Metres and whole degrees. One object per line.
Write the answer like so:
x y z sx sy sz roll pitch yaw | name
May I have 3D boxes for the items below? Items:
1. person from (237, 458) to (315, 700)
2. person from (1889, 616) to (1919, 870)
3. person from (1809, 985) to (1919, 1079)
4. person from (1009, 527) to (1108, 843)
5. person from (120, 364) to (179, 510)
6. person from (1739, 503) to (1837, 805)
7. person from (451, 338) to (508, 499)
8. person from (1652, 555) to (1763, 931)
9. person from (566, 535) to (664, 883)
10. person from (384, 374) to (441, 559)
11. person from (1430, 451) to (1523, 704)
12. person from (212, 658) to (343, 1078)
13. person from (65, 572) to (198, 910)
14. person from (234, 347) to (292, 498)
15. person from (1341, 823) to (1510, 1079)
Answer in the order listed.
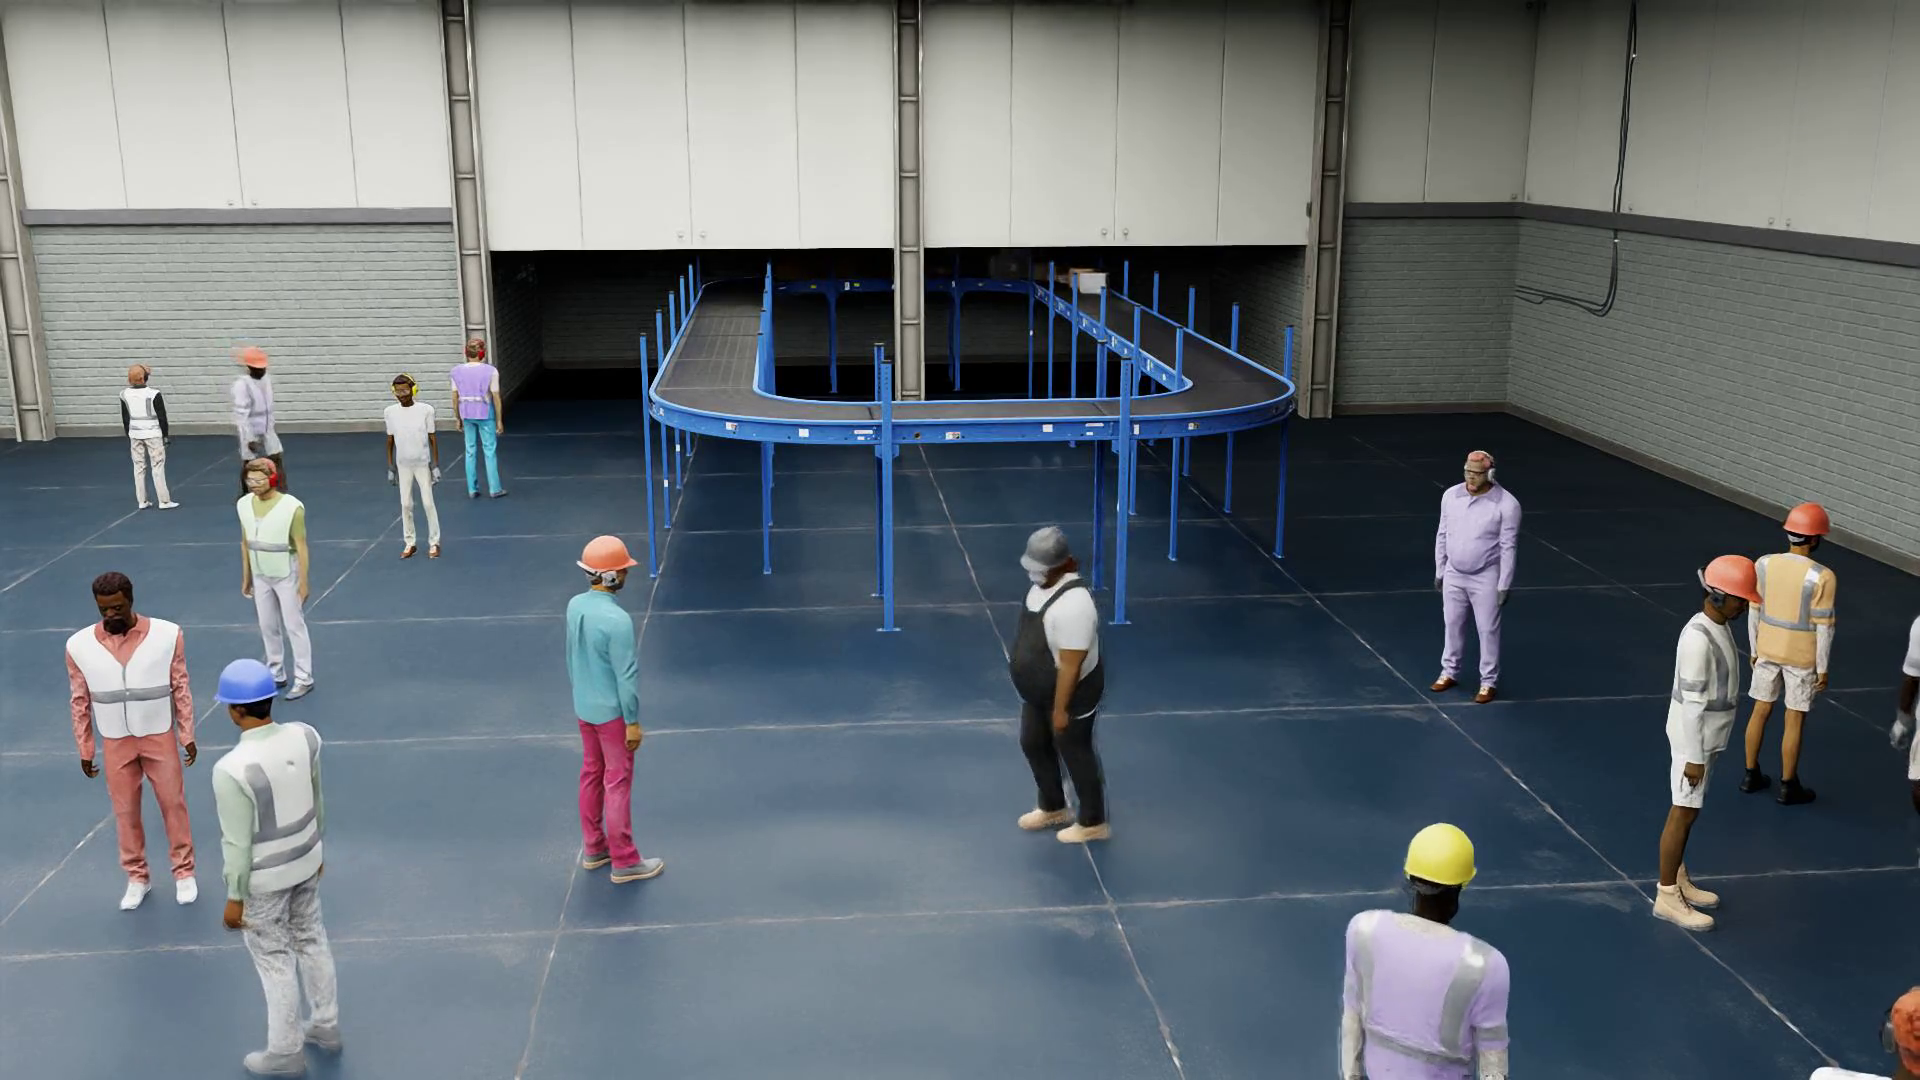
-5.110 0.277 12.462 0.576 1.837 0.389 5 15 18 | person
5.520 1.045 9.200 0.665 1.926 0.495 10 17 34 | person
2.677 2.169 4.819 0.343 1.878 0.577 -12 18 -40 | person
0.612 0.837 9.806 0.638 2.000 0.700 -5 15 -17 | person
-9.061 -1.144 18.538 0.514 1.645 0.308 2 14 6 | person
5.245 0.714 10.507 0.361 1.938 0.545 -9 17 -32 | person
-5.531 -1.382 19.077 0.564 1.846 0.390 2 14 7 | person
3.996 1.064 8.911 0.390 2.035 0.605 8 16 30 | person
-1.989 0.949 9.448 0.392 1.995 0.612 -12 19 -40 | person
-5.401 -0.726 16.449 0.519 1.858 0.336 -1 14 -4 | person
3.818 0.265 12.395 0.394 1.899 0.642 -14 19 -43 | person
-3.089 1.467 7.478 0.404 1.944 0.615 4 15 16 | person
-4.511 1.081 9.109 0.599 1.908 0.403 -5 15 -19 | person
-7.695 -1.211 18.341 0.958 1.861 0.603 6 15 23 | person
1.587 1.909 5.811 0.597 1.900 0.834 12 18 39 | person
